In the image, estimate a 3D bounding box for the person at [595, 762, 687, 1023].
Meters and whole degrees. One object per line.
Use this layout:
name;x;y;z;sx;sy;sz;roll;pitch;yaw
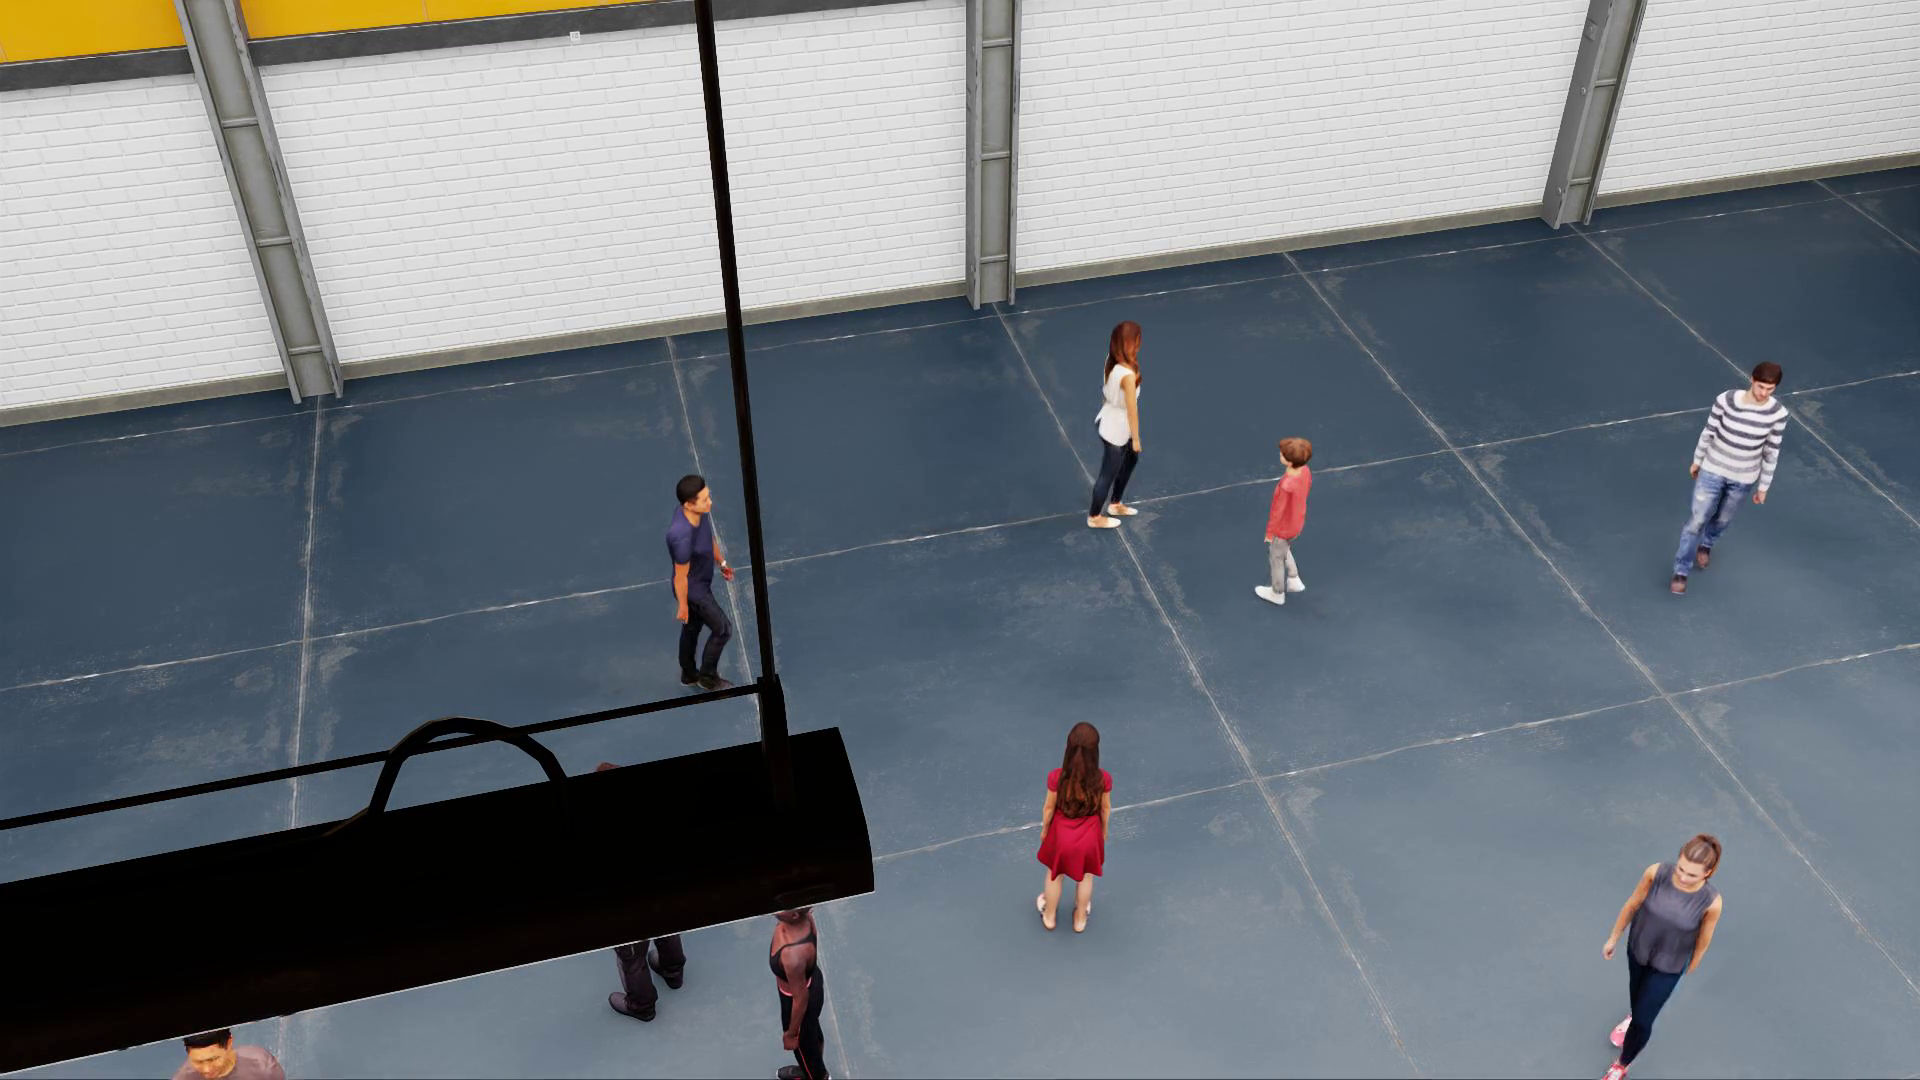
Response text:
person;-1.745;1.869;8.875;0.851;1.839;0.777;22;43;25

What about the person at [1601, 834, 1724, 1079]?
person;3.682;2.100;8.695;0.948;1.702;0.788;-28;46;-30

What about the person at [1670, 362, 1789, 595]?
person;5.508;-0.525;11.888;1.073;1.819;1.085;15;41;18

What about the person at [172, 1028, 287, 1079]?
person;-3.304;2.744;7.868;1.035;1.728;0.720;-8;39;-10

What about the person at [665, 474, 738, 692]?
person;-1.825;0.294;10.902;0.718;1.771;0.700;0;39;-1

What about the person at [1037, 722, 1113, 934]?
person;0.644;1.647;9.385;0.594;1.551;0.666;-2;39;-3

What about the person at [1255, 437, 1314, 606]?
person;2.361;-0.106;11.691;0.709;1.411;0.643;26;46;29

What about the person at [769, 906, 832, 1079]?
person;-0.789;2.316;8.381;0.569;1.758;0.607;-4;39;-5

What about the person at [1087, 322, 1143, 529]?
person;1.061;-0.811;12.285;0.662;1.771;0.657;-6;39;-7
